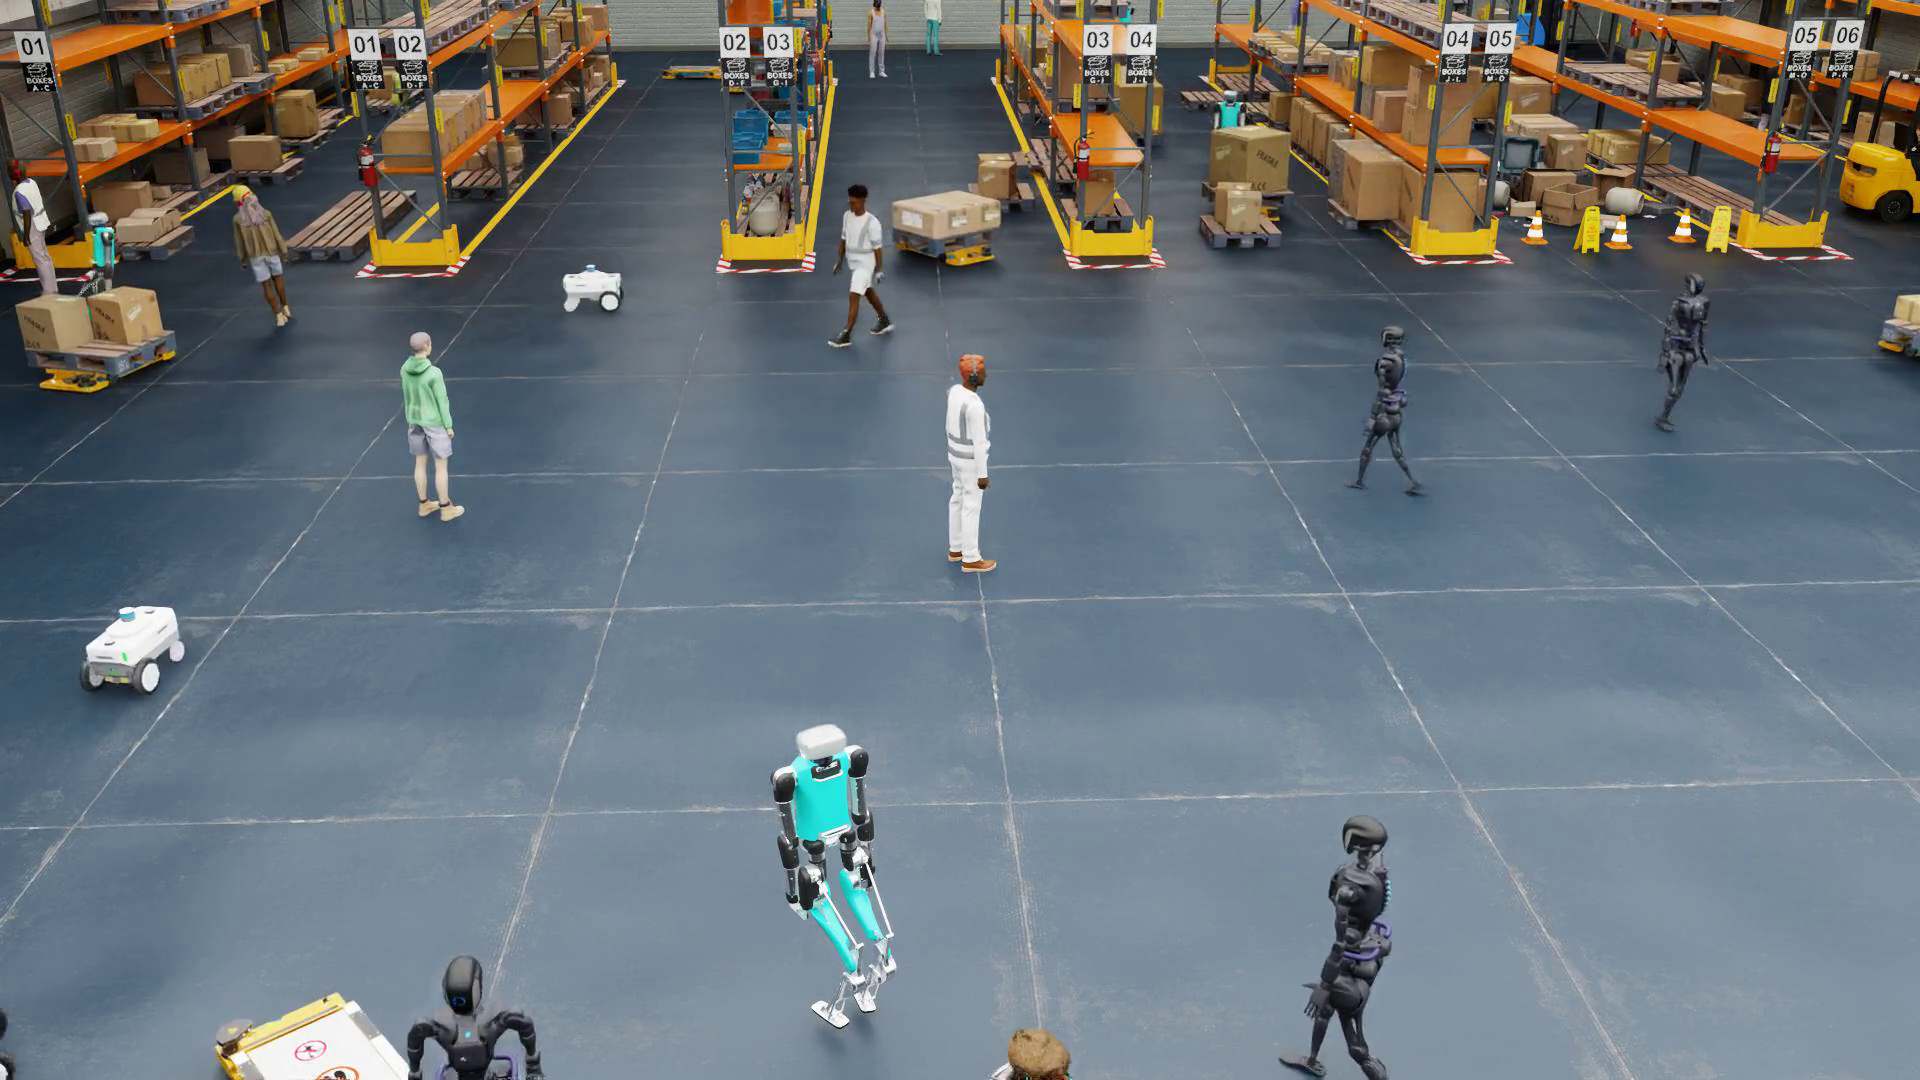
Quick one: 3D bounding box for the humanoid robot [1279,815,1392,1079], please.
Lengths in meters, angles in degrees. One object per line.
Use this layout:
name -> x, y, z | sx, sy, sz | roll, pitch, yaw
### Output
humanoid robot -> 1.973, 2.088, 8.135 | 0.791, 1.646, 0.593 | 14, 28, 29

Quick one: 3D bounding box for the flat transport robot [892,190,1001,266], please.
flat transport robot -> -0.213, -4.199, 23.908 | 0.659, 0.231, 1.431 | -19, 30, -36

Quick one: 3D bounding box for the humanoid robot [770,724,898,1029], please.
humanoid robot -> -0.576, 1.788, 8.491 | 0.533, 1.672, 0.735 | -14, 28, -29

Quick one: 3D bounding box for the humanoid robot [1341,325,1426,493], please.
humanoid robot -> 4.028, -1.200, 15.494 | 0.752, 1.639, 0.593 | 14, 28, 29

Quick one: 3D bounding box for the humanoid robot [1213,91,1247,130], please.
humanoid robot -> 4.308, -6.272, 26.742 | 0.539, 1.765, 0.787 | 4, 24, 8

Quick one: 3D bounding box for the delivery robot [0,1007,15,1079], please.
delivery robot -> -5.208, 2.562, 8.389 | 0.818, 0.614, 0.499 | -14, 28, -29

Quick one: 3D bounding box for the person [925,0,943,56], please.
person -> -0.673, -13.293, 42.503 | 0.524, 1.765, 0.326 | 20, 31, 38

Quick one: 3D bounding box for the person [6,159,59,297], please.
person -> -12.001, -4.009, 21.538 | 0.390, 1.850, 0.565 | -6, 25, -14

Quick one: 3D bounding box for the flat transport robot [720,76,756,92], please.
flat transport robot -> -4.993, -10.326, 37.674 | 0.659, 0.231, 1.431 | 1, 24, 1

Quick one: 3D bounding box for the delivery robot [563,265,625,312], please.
delivery robot -> -4.710, -3.236, 21.389 | 0.791, 0.592, 0.499 | -2, 24, -4

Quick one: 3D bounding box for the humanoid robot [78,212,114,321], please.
humanoid robot -> -9.994, -2.823, 19.002 | 0.868, 1.745, 0.550 | -21, 31, -39

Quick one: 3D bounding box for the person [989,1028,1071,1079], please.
person -> 0.236, 2.645, 6.530 | 0.421, 1.896, 0.556 | -2, 24, -5

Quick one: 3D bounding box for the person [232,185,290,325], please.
person -> -8.683, -3.560, 20.690 | 0.589, 1.719, 0.758 | -13, 27, -27

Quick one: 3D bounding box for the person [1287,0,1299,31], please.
person -> 8.365, -12.820, 41.400 | 0.458, 1.789, 0.606 | -5, 24, -10

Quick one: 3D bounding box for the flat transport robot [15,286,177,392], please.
flat transport robot -> -9.708, -1.996, 18.957 | 0.659, 0.231, 1.431 | 6, 25, 13

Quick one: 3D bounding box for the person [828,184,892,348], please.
person -> -1.187, -3.316, 19.911 | 1.018, 1.916, 0.605 | -16, 29, -32

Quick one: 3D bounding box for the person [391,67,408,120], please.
person -> -10.506, -8.168, 31.089 | 0.467, 1.677, 0.690 | -9, 26, -20

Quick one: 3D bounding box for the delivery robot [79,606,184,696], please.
delivery robot -> -6.131, 0.783, 12.351 | 0.499, 0.585, 0.765 | 3, 24, 6

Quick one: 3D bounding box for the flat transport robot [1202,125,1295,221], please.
flat transport robot -> 4.529, -5.270, 26.315 | 0.659, 0.231, 1.431 | -3, 24, -7

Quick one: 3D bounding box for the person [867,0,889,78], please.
person -> -1.921, -11.814, 39.058 | 0.530, 1.861, 0.386 | -10, 26, -22

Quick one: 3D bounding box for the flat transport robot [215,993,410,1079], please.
flat transport robot -> -3.139, 2.747, 8.300 | 0.659, 0.231, 1.431 | -20, 31, -37

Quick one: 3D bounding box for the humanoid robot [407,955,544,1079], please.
humanoid robot -> -2.078, 2.460, 7.219 | 0.608, 1.639, 0.361 | -6, 25, -12

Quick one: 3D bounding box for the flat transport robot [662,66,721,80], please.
flat transport robot -> -6.279, -11.021, 39.237 | 1.431, 0.231, 0.659 | -1, 24, -2

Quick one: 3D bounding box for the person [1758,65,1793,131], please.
person -> 14.948, -7.993, 30.498 | 0.402, 1.849, 0.525 | -16, 29, -32

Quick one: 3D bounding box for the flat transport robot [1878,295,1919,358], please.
flat transport robot -> 11.591, -2.195, 19.404 | 0.659, 0.231, 1.431 | -11, 26, -24

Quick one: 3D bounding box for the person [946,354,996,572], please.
person -> 0.080, -0.650, 13.948 | 0.340, 1.882, 0.582 | -10, 26, -22

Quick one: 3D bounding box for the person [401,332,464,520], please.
person -> -4.781, -1.019, 14.962 | 0.465, 1.733, 0.324 | 9, 26, 20

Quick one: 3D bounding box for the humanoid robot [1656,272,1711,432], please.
humanoid robot -> 7.462, -1.943, 17.132 | 0.609, 1.655, 0.536 | -10, 26, -21

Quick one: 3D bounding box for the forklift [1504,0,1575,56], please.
forklift -> 14.700, -13.805, 42.301 | 1.873, 2.768, 1.129 | -1, 24, -2

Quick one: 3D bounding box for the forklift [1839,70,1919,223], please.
forklift -> 15.132, -6.143, 25.915 | 2.313, 2.155, 1.214 | -1, 24, -2

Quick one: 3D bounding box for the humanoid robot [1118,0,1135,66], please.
humanoid robot -> 4.058, -11.812, 39.288 | 0.530, 1.780, 1.030 | -15, 28, -29
